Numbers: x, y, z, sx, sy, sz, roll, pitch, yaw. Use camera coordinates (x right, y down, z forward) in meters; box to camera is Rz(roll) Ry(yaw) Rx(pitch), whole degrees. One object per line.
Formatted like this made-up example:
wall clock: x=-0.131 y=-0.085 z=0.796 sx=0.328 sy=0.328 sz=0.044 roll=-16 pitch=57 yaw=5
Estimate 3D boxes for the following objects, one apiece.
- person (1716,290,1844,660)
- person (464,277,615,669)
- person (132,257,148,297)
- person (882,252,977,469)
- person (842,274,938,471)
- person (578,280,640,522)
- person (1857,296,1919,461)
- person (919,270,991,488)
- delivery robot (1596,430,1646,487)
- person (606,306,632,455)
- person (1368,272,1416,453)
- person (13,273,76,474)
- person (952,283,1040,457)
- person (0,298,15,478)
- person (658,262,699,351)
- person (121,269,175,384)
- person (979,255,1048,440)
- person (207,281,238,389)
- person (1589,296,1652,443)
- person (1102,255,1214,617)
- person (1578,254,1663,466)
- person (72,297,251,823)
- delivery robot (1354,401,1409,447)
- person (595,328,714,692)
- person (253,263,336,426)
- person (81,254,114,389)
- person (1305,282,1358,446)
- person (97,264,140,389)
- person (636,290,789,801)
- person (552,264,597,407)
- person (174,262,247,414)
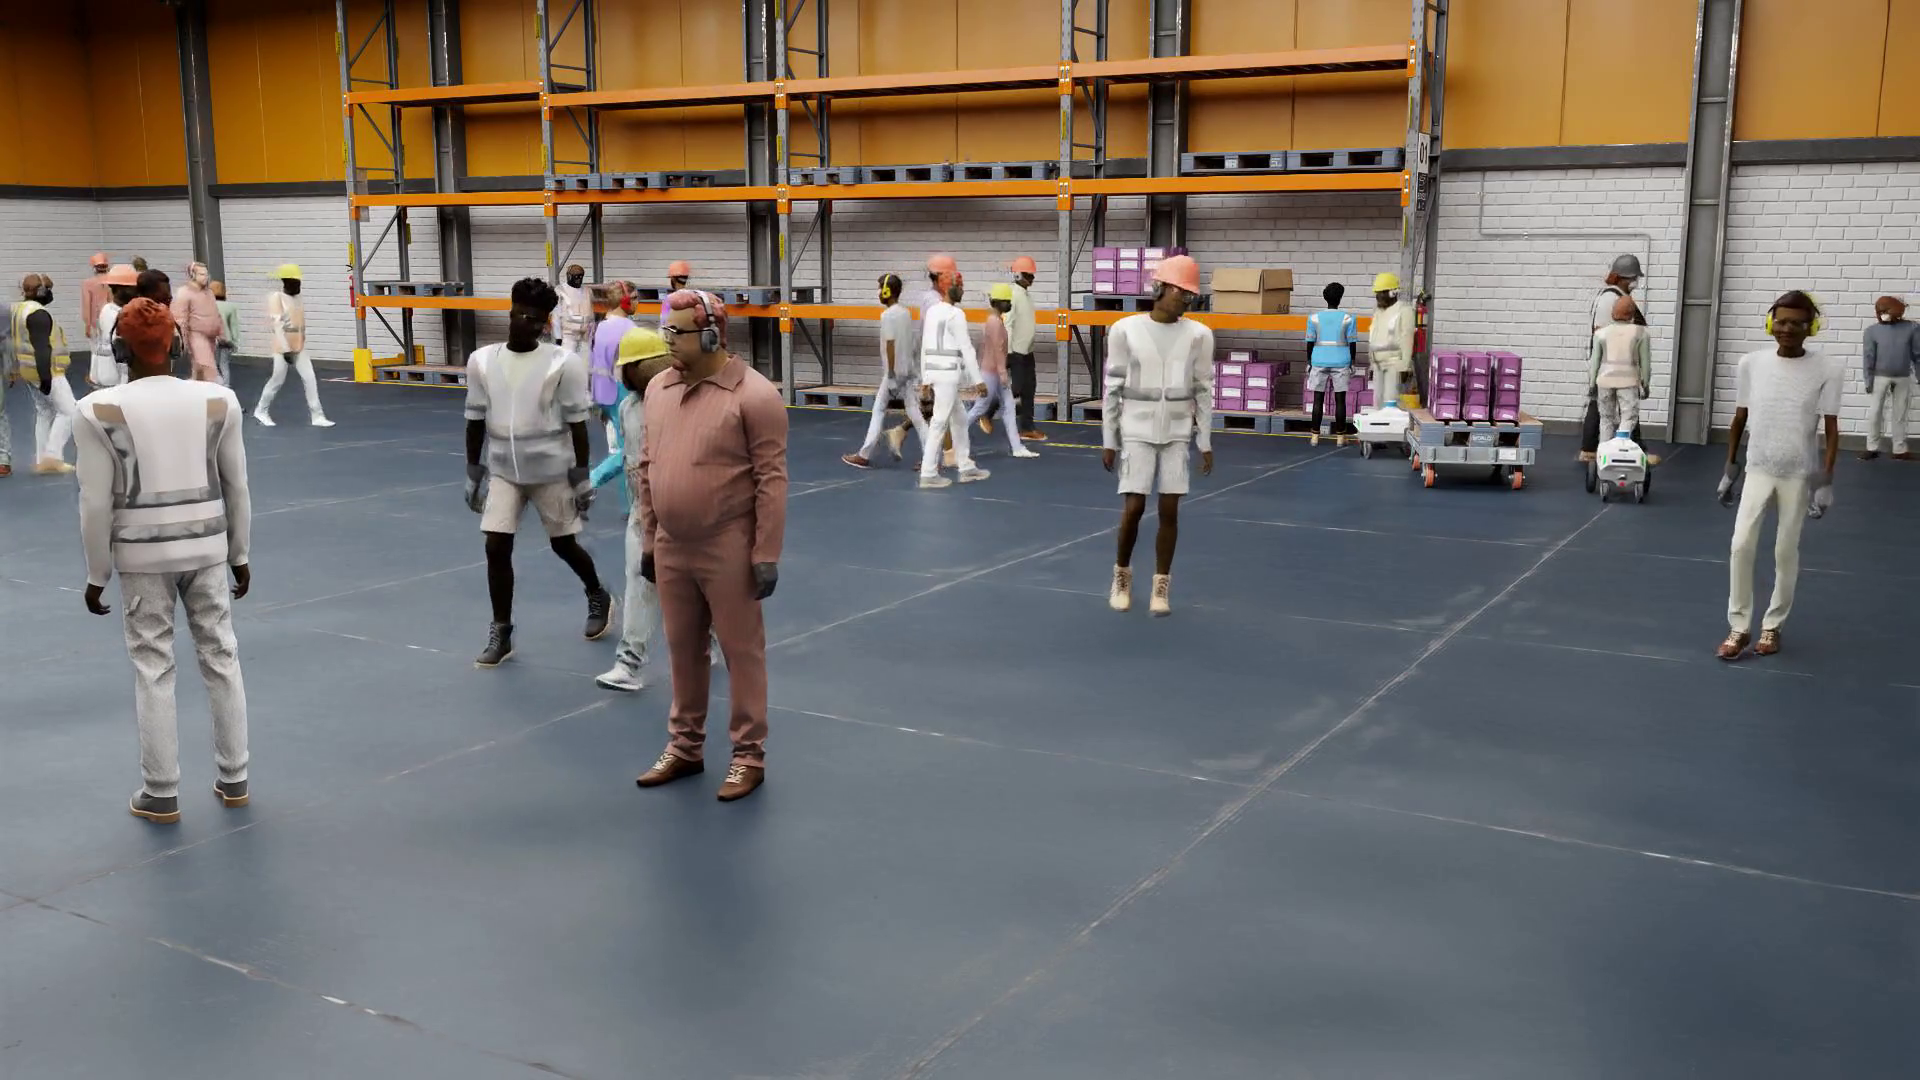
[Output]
person: x=4.026 y=-0.303 z=8.255 sx=0.561 sy=1.843 sz=0.715 roll=8 pitch=13 yaw=37
person: x=-2.160 y=-0.365 z=8.423 sx=0.650 sy=1.930 sz=0.872 roll=2 pitch=10 yaw=9
person: x=-13.542 y=-3.726 z=27.535 sx=0.643 sy=1.897 sz=1.011 roll=-6 pitch=12 yaw=-30
person: x=-0.293 y=-1.645 z=15.397 sx=0.819 sy=2.017 sz=0.627 roll=0 pitch=10 yaw=-2
person: x=-0.608 y=-1.536 z=15.342 sx=1.004 sy=1.812 sz=0.538 roll=6 pitch=12 yaw=30
person: x=-2.587 y=-1.018 z=12.373 sx=0.718 sy=1.825 sz=0.585 roll=-6 pitch=12 yaw=-32
person: x=9.010 y=-1.541 z=15.977 sx=0.643 sy=1.598 sz=0.335 roll=2 pitch=10 yaw=14
person: x=-0.005 y=-1.377 z=14.310 sx=0.834 sy=1.850 sz=0.579 roll=-4 pitch=11 yaw=-22
delivery robot: x=5.436 y=-0.661 z=13.678 sx=0.477 sy=0.478 sz=0.707 roll=3 pitch=11 yaw=18
person: x=-3.373 y=-1.663 z=16.560 sx=0.314 sy=1.636 sz=0.515 roll=2 pitch=10 yaw=13
person: x=4.342 y=-1.762 z=16.631 sx=0.606 sy=1.809 sz=0.610 roll=-4 pitch=11 yaw=-22
person: x=-8.257 y=-1.490 z=15.051 sx=0.475 sy=1.819 sz=0.662 roll=-8 pitch=13 yaw=-38
person: x=0.287 y=-1.640 z=16.207 sx=0.912 sy=1.722 sz=0.538 roll=0 pitch=10 yaw=2
person: x=-8.767 y=-1.510 z=14.832 sx=0.637 sy=1.938 sz=0.356 roll=-1 pitch=10 yaw=-7
person: x=-3.197 y=-2.186 z=18.800 sx=0.972 sy=1.884 sz=0.571 roll=8 pitch=13 yaw=38
person: x=-5.826 y=-0.996 z=12.042 sx=0.452 sy=1.904 sz=0.608 roll=-3 pitch=10 yaw=-16
person: x=0.577 y=-2.037 z=17.727 sx=0.675 sy=1.978 sz=0.622 roll=4 pitch=11 yaw=23
person: x=-9.760 y=-2.600 z=21.906 sx=0.515 sy=1.616 sz=0.419 roll=-9 pitch=13 yaw=-40
person: x=5.952 y=-1.391 z=15.062 sx=0.537 sy=1.619 sz=0.553 roll=8 pitch=13 yaw=37
person: x=1.123 y=-0.571 z=9.347 sx=0.639 sy=2.003 sz=0.444 roll=-1 pitch=10 yaw=-6
person: x=6.326 y=-1.723 z=15.754 sx=0.827 sy=2.000 sz=0.678 roll=3 pitch=11 yaw=19
person: x=-2.850 y=0.076 z=5.999 sx=0.572 sy=1.887 sz=0.356 roll=-9 pitch=13 yaw=-41
delivery robot: x=4.220 y=-1.122 z=16.287 sx=0.707 sy=0.478 sz=0.477 roll=2 pitch=10 yaw=10
person: x=-1.420 y=-0.140 z=7.775 sx=0.484 sy=1.679 sz=0.910 roll=4 pitch=11 yaw=20
person: x=-7.734 y=-2.231 z=19.096 sx=0.977 sy=1.884 sz=0.592 roll=3 pitch=11 yaw=18
person: x=-12.310 y=-3.119 z=23.920 sx=0.657 sy=1.940 sz=1.009 roll=-10 pitch=14 yaw=-44
person: x=3.844 y=-1.812 z=17.230 sx=0.540 sy=1.696 sz=0.315 roll=3 pitch=11 yaw=18
person: x=-7.054 y=-1.369 z=14.121 sx=0.615 sy=1.915 sz=0.548 roll=-1 pitch=10 yaw=-7
person: x=-0.957 y=0.025 z=6.248 sx=0.643 sy=1.905 sz=0.400 roll=6 pitch=12 yaw=30
person: x=-4.926 y=-2.609 z=21.351 sx=0.429 sy=1.838 sz=0.621 roll=9 pitch=14 yaw=42
person: x=-8.900 y=-2.353 z=19.803 sx=0.907 sy=1.873 sz=0.654 roll=0 pitch=10 yaw=3
